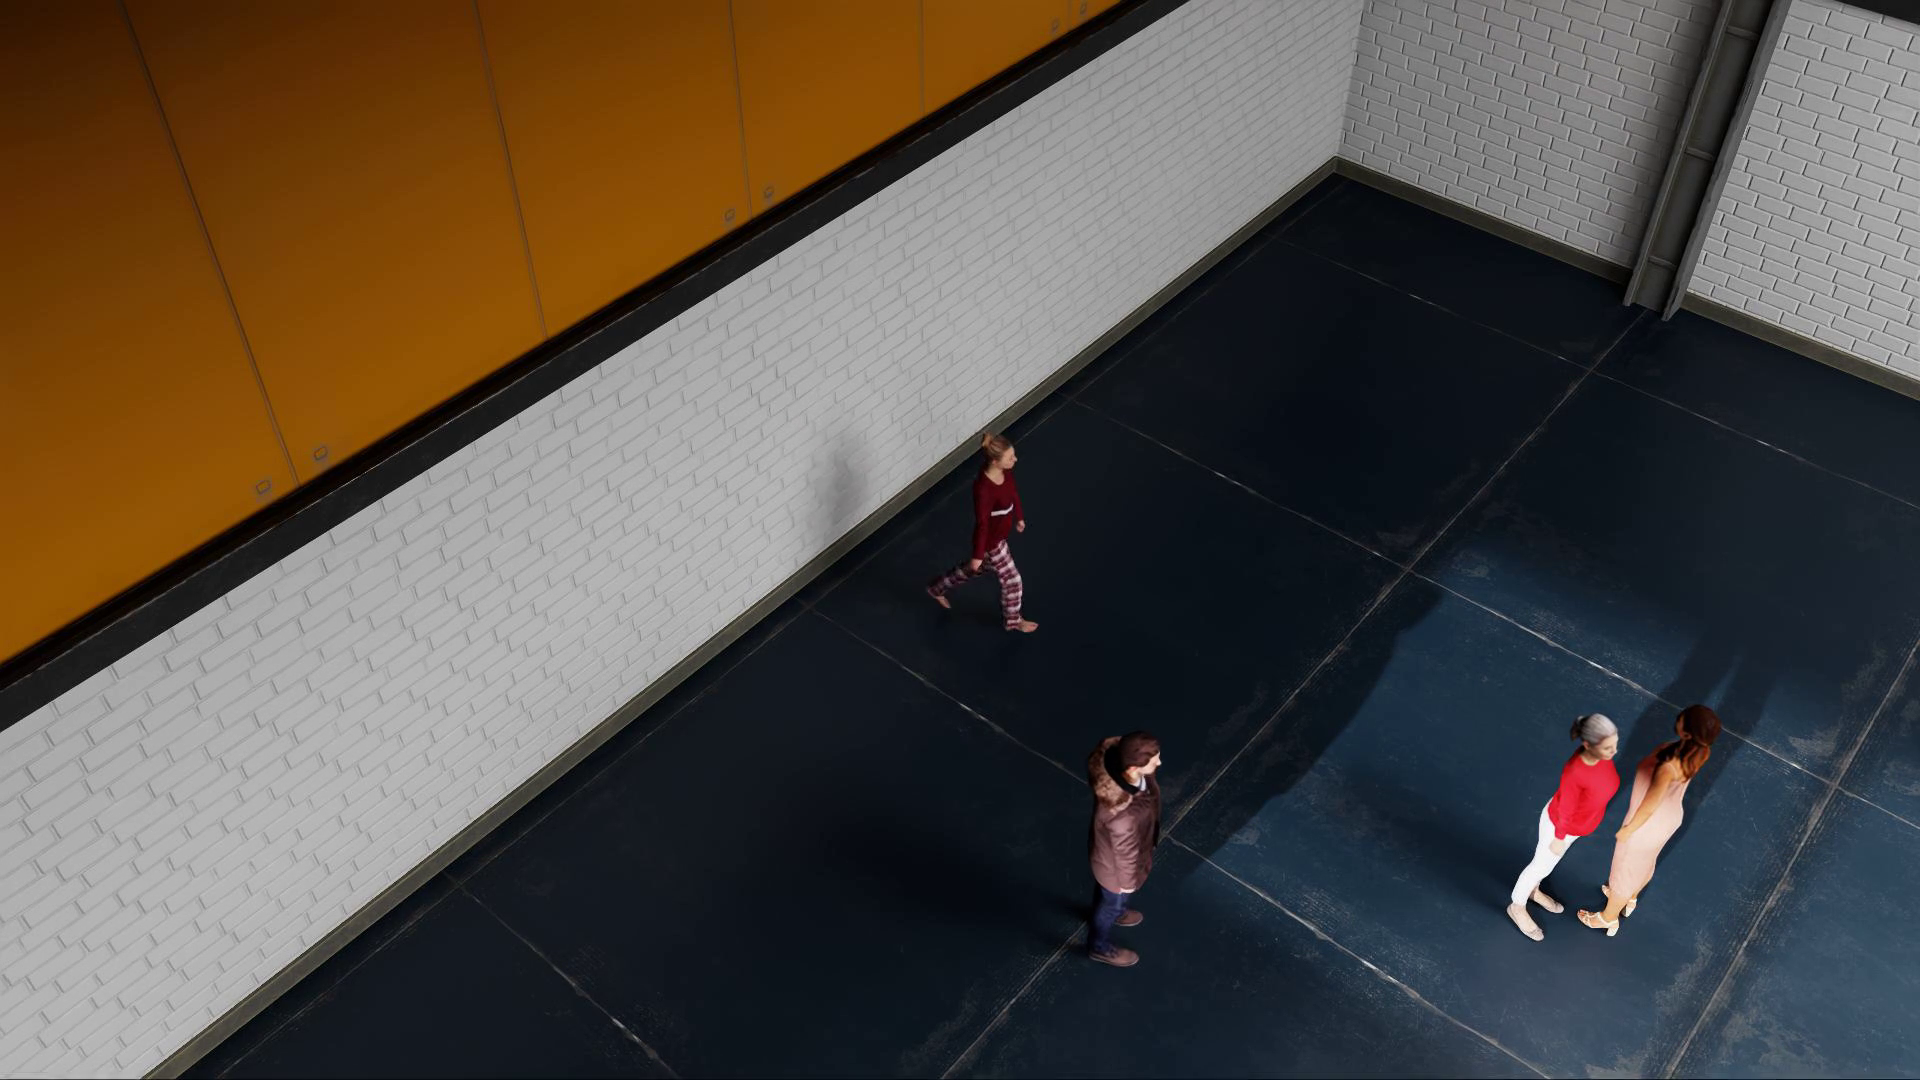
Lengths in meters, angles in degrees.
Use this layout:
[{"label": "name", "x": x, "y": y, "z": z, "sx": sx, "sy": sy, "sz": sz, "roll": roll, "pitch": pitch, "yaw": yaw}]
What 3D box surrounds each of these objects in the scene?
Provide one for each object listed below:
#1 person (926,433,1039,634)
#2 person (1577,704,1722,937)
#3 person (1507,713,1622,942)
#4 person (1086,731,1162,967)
[{"label": "person", "x": 0.124, "y": -0.045, "z": 10.858, "sx": 1.126, "sy": 1.662, "sz": 0.940, "roll": 8, "pitch": 44, "yaw": 8}, {"label": "person", "x": 3.786, "y": 1.532, "z": 9.080, "sx": 0.613, "sy": 1.832, "sz": 0.557, "roll": -30, "pitch": 51, "yaw": -28}, {"label": "person", "x": 3.332, "y": 1.550, "z": 9.161, "sx": 0.544, "sy": 1.694, "sz": 0.548, "roll": 33, "pitch": 52, "yaw": 30}, {"label": "person", "x": 0.853, "y": 1.644, "z": 8.956, "sx": 0.879, "sy": 1.841, "sz": 0.862, "roll": 4, "pitch": 44, "yaw": 5}]
